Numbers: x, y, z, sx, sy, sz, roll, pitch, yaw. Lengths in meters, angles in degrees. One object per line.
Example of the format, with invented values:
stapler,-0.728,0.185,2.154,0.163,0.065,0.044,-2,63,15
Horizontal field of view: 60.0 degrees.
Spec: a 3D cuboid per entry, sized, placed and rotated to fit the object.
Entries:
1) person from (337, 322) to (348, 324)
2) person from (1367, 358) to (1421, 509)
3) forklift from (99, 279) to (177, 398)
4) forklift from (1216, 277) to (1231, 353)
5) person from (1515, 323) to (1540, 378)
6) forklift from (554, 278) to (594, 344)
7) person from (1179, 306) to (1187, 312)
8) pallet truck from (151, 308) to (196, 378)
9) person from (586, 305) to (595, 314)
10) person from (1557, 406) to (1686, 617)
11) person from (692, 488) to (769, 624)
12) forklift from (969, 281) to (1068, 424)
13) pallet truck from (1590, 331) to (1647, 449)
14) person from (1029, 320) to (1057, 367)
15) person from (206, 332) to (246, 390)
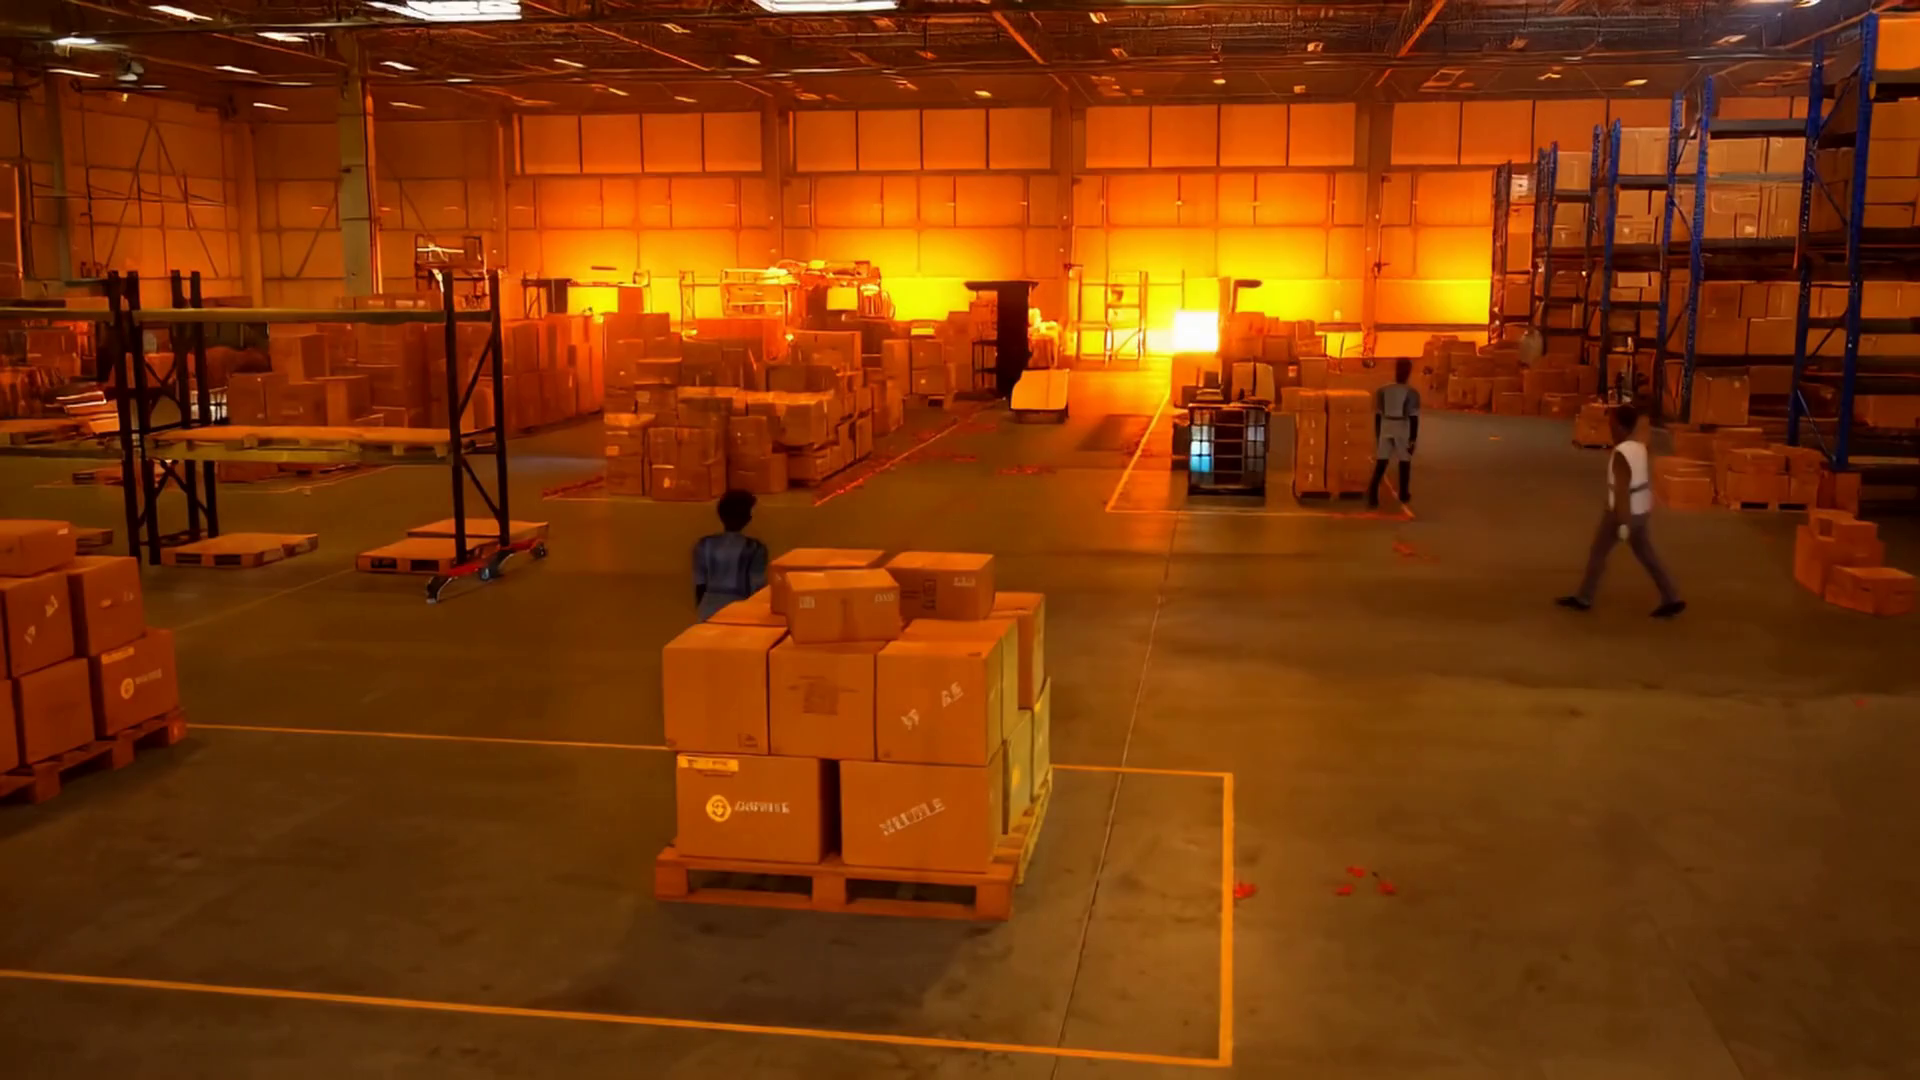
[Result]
person,-18.720,-6.174,50.893,0.630,1.940,0.372,1,9,9
person,5.533,-1.354,21.195,0.623,1.940,0.896,7,12,37
forklift,-19.606,-4.720,39.027,1.873,2.768,1.129,1,9,9
forklift,7.678,-6.238,48.386,1.873,2.768,1.129,1,9,9
person,12.521,-3.876,36.952,0.976,1.852,0.676,-2,9,-10
forklift,-10.768,-5.717,45.173,1.873,2.768,1.129,-3,10,-17
person,6.833,-6.190,51.005,0.636,1.938,0.357,1,9,9
pallet truck,-21.869,-5.598,47.154,0.823,1.965,1.885,4,10,26
person,-12.204,-6.723,54.374,0.728,1.907,0.585,-3,10,-19
person,5.890,-0.247,14.617,1.055,1.863,0.579,8,12,40
person,-1.438,0.511,10.428,0.549,1.677,0.409,4,10,23
forklift,1.194,-3.753,33.059,1.873,2.768,1.129,1,9,9
pallet truck,11.253,-2.573,28.499,0.823,1.965,1.885,5,10,27
person,1.734,-3.624,34.988,0.611,1.995,0.380,1,9,9
person,-13.378,-2.841,30.383,0.649,1.919,0.446,-2,9,-9
